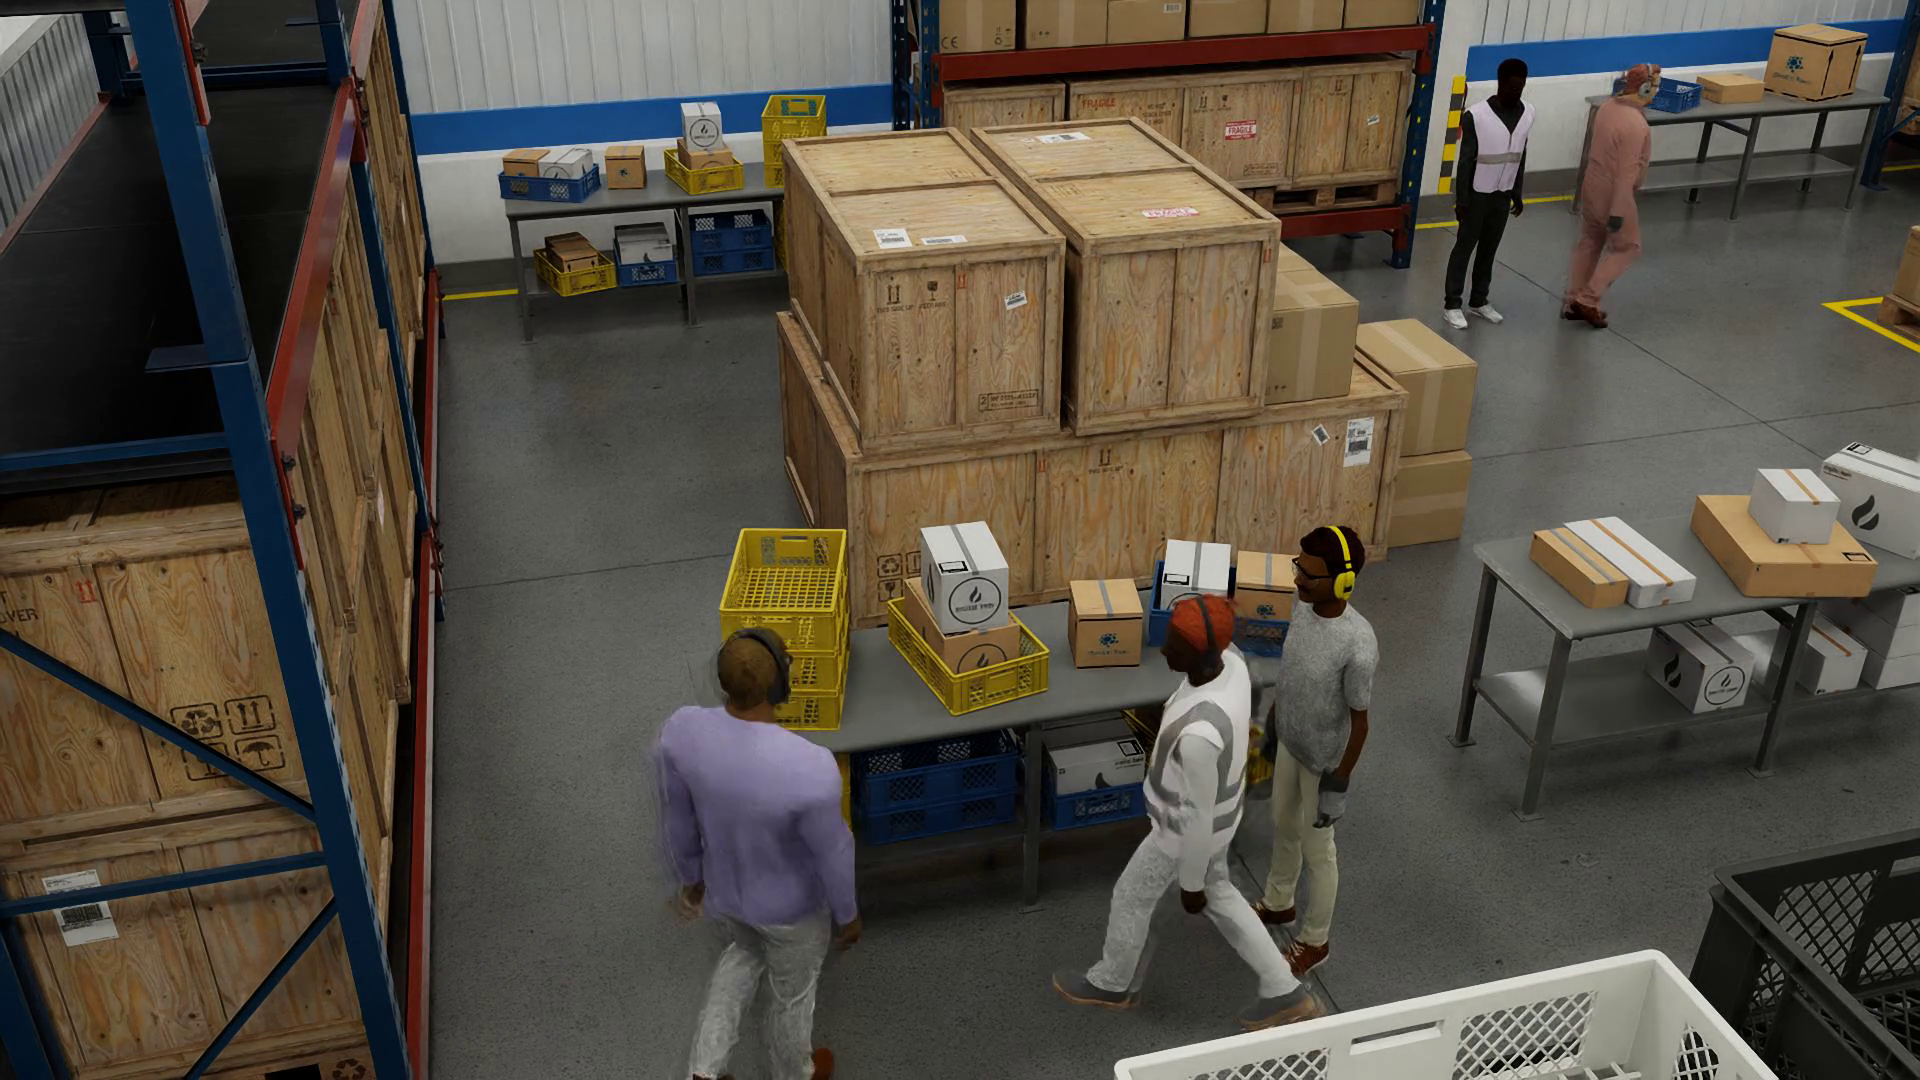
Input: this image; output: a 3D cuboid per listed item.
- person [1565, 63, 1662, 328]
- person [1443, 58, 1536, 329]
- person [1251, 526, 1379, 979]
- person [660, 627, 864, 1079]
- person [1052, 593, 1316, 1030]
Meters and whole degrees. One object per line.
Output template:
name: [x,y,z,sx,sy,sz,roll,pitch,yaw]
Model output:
person: [4.679,-2.446,11.864,0.435,1.884,0.654,-2,29,-4]
person: [3.785,-2.485,11.908,0.591,1.916,0.393,-12,31,-21]
person: [1.251,0.774,6.037,0.328,1.872,0.510,-11,31,-19]
person: [-0.632,1.128,5.337,0.641,1.924,0.459,17,33,28]
person: [0.824,0.964,5.726,0.904,1.841,0.590,12,31,20]
